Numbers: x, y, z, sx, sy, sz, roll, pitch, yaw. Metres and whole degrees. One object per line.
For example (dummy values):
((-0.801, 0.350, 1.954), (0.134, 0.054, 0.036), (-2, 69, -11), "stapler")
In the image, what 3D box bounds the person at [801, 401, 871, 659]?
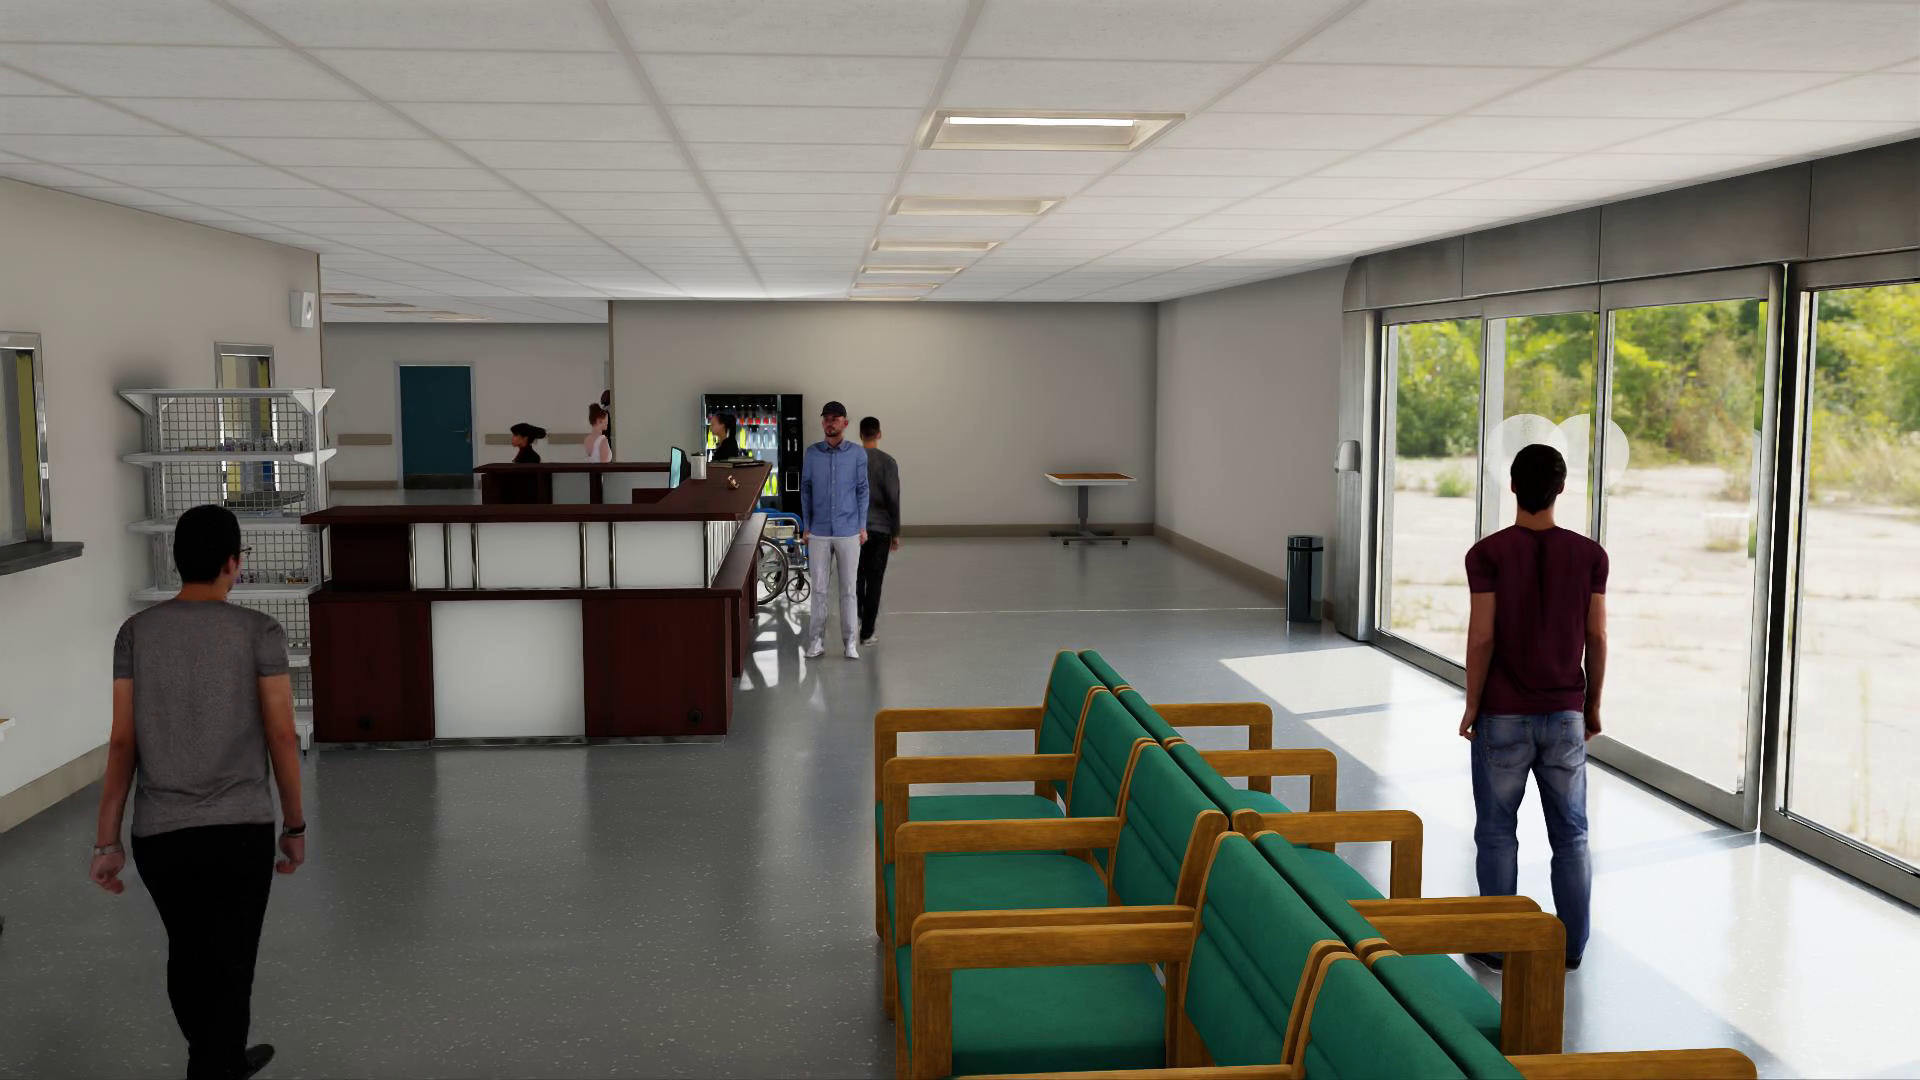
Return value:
((-0.923, -0.078, 12.238), (0.532, 1.888, 0.738), (0, 6, 2), "person")

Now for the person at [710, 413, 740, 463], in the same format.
((-2.223, -0.391, 16.292), (0.828, 1.699, 0.736), (-3, 6, -27), "person")

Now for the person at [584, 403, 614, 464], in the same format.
((-3.661, -0.411, 16.318), (1.183, 1.734, 1.035), (-5, 8, -41), "person")

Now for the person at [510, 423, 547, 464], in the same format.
((-3.943, -0.245, 15.386), (1.104, 1.590, 0.813), (-3, 6, -26), "person")

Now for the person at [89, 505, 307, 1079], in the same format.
((-2.006, 0.798, 4.339), (1.102, 1.727, 0.762), (-1, 6, -5), "person")

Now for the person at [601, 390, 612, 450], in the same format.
((-5.639, -1.503, 26.702), (0.726, 1.828, 0.737), (-4, 7, -34), "person")

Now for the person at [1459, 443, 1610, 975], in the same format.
((2.009, 0.583, 5.840), (0.524, 1.853, 0.733), (0, 6, 2), "person")

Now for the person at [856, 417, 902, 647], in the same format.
((-0.719, -0.053, 12.681), (0.675, 1.749, 0.788), (1, 6, 12), "person")
